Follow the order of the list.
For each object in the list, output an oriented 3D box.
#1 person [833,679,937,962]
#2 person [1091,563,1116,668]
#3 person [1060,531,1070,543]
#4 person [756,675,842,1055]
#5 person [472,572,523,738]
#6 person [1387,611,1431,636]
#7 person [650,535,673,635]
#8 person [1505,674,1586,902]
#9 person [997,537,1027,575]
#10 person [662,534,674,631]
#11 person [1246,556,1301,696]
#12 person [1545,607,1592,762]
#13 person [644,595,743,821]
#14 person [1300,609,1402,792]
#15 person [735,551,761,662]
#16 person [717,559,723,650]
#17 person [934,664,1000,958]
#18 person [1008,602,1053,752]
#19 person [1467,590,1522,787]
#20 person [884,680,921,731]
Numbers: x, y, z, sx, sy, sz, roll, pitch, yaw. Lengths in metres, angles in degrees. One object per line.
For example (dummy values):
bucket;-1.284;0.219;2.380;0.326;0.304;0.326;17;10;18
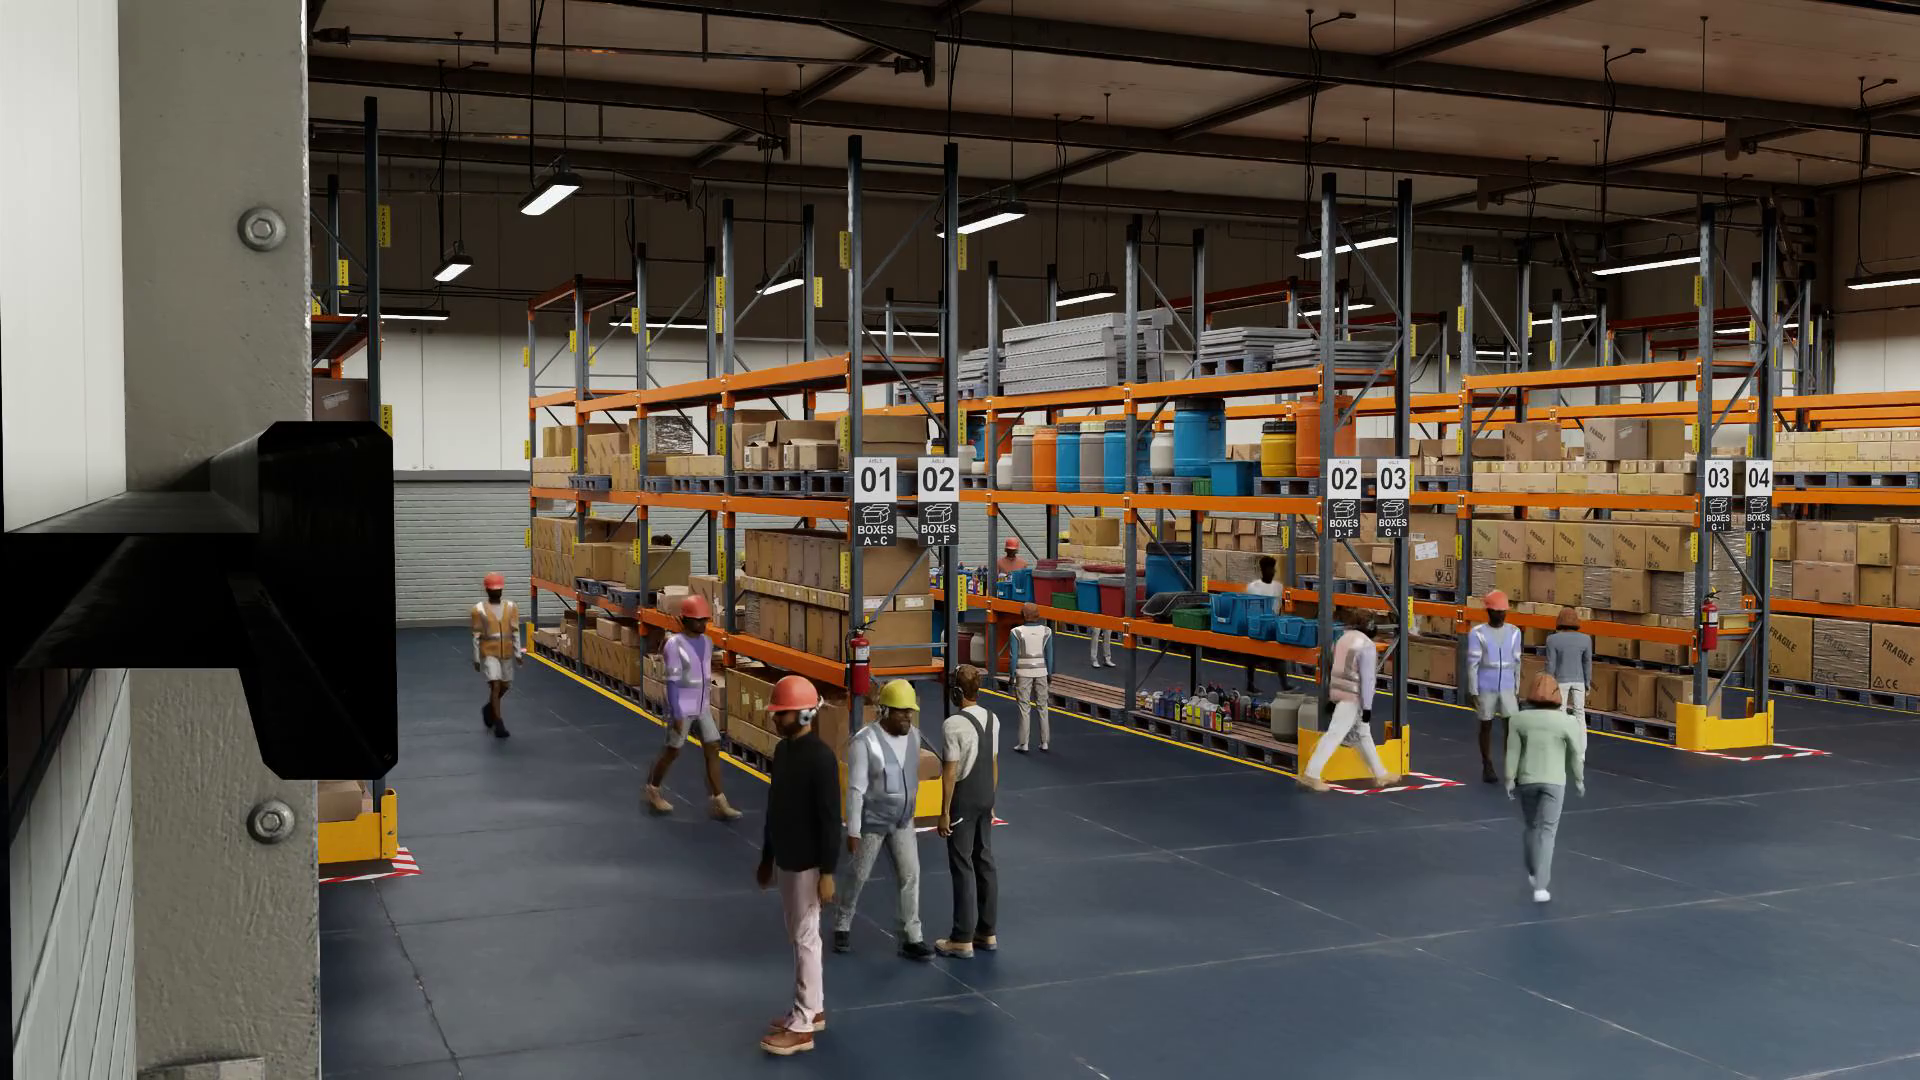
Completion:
person;-0.533;1.754;11.399;0.610;1.778;0.792;-2;3;-42
person;2.247;1.174;28.064;0.513;1.642;0.313;-1;3;-31
person;2.062;0.761;35.689;0.599;1.891;0.897;2;3;42
person;-0.878;1.713;9.647;0.410;1.993;0.626;-1;3;-30
person;-5.462;1.313;20.996;0.544;1.915;0.860;-2;3;-36
person;6.972;1.090;27.762;0.614;1.825;1.011;0;2;-9
person;-5.547;0.861;33.033;0.604;1.930;0.494;2;3;43
person;4.250;1.773;12.988;0.513;1.602;0.801;1;3;33
person;0.837;0.947;29.553;0.608;1.987;0.391;-1;2;-22
person;-5.621;0.821;34.441;0.521;1.863;0.319;-1;2;-27
person;4.201;1.182;24.268;0.627;1.914;0.984;-1;2;-25
person;6.422;1.528;18.931;0.507;1.631;0.275;0;2;-4
person;-2.414;1.473;15.922;1.066;1.989;0.615;2;3;37
person;3.765;1.543;17.319;1.125;1.749;0.640;0;2;-12
person;-3.499;1.060;29.079;0.902;1.799;0.602;2;3;42
person;-3.783;1.109;28.119;0.406;1.785;0.710;-2;3;-35
person;0.057;1.714;11.463;0.331;1.841;0.505;2;3;38
person;0.775;1.499;19.600;0.517;1.639;0.313;-1;2;-18
person;5.249;1.452;17.462;0.563;1.897;0.898;0;2;-2
person;-0.684;1.276;20.841;0.612;1.995;0.376;-1;2;-24
